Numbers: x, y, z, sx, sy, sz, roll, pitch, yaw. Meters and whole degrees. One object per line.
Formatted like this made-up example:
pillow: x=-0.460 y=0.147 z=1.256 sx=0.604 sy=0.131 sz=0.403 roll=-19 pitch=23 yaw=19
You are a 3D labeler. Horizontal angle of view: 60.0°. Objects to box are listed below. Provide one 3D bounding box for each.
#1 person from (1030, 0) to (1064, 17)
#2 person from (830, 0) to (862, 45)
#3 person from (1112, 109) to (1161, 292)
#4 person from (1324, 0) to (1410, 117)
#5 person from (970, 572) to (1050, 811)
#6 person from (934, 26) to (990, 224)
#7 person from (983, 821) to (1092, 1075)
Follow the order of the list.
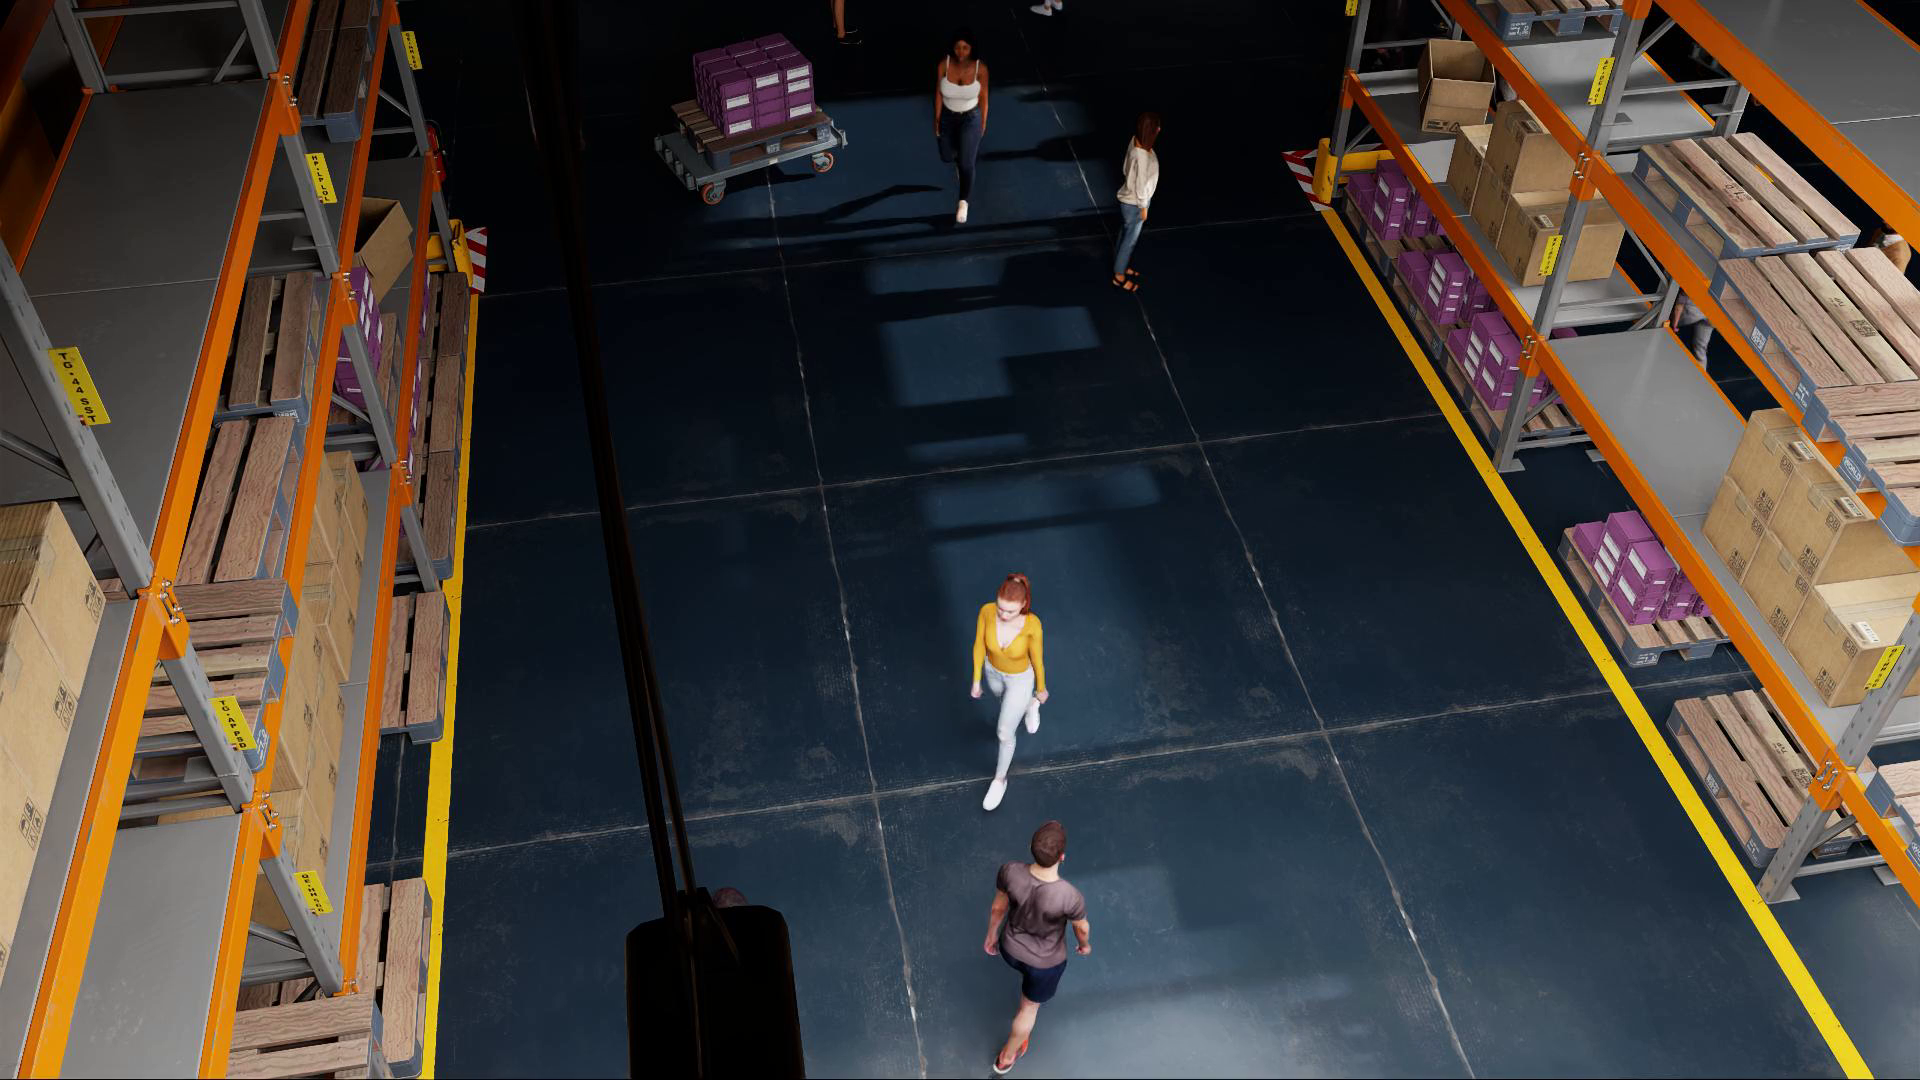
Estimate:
person: x=0.975 y=-6.518 z=17.944 sx=0.698 sy=1.702 sz=0.649 roll=29 pitch=51 yaw=27
person: x=-1.277 y=-6.159 z=17.461 sx=0.644 sy=1.849 sz=0.457 roll=-7 pitch=44 yaw=-7
person: x=1.474 y=-2.893 z=14.161 sx=0.707 sy=1.672 sz=0.559 roll=2 pitch=44 yaw=2
person: x=4.012 y=-4.921 z=16.128 sx=0.826 sy=1.895 sz=1.169 roll=-4 pitch=44 yaw=-4
person: x=0.328 y=0.791 z=10.258 sx=1.062 sy=1.722 sz=1.230 roll=17 pitch=46 yaw=17
person: x=0.007 y=-3.833 z=15.068 sx=0.919 sy=1.781 sz=1.178 roll=9 pitch=44 yaw=9
person: x=0.340 y=2.204 z=8.702 sx=1.063 sy=1.822 sz=1.163 roll=21 pitch=48 yaw=21
